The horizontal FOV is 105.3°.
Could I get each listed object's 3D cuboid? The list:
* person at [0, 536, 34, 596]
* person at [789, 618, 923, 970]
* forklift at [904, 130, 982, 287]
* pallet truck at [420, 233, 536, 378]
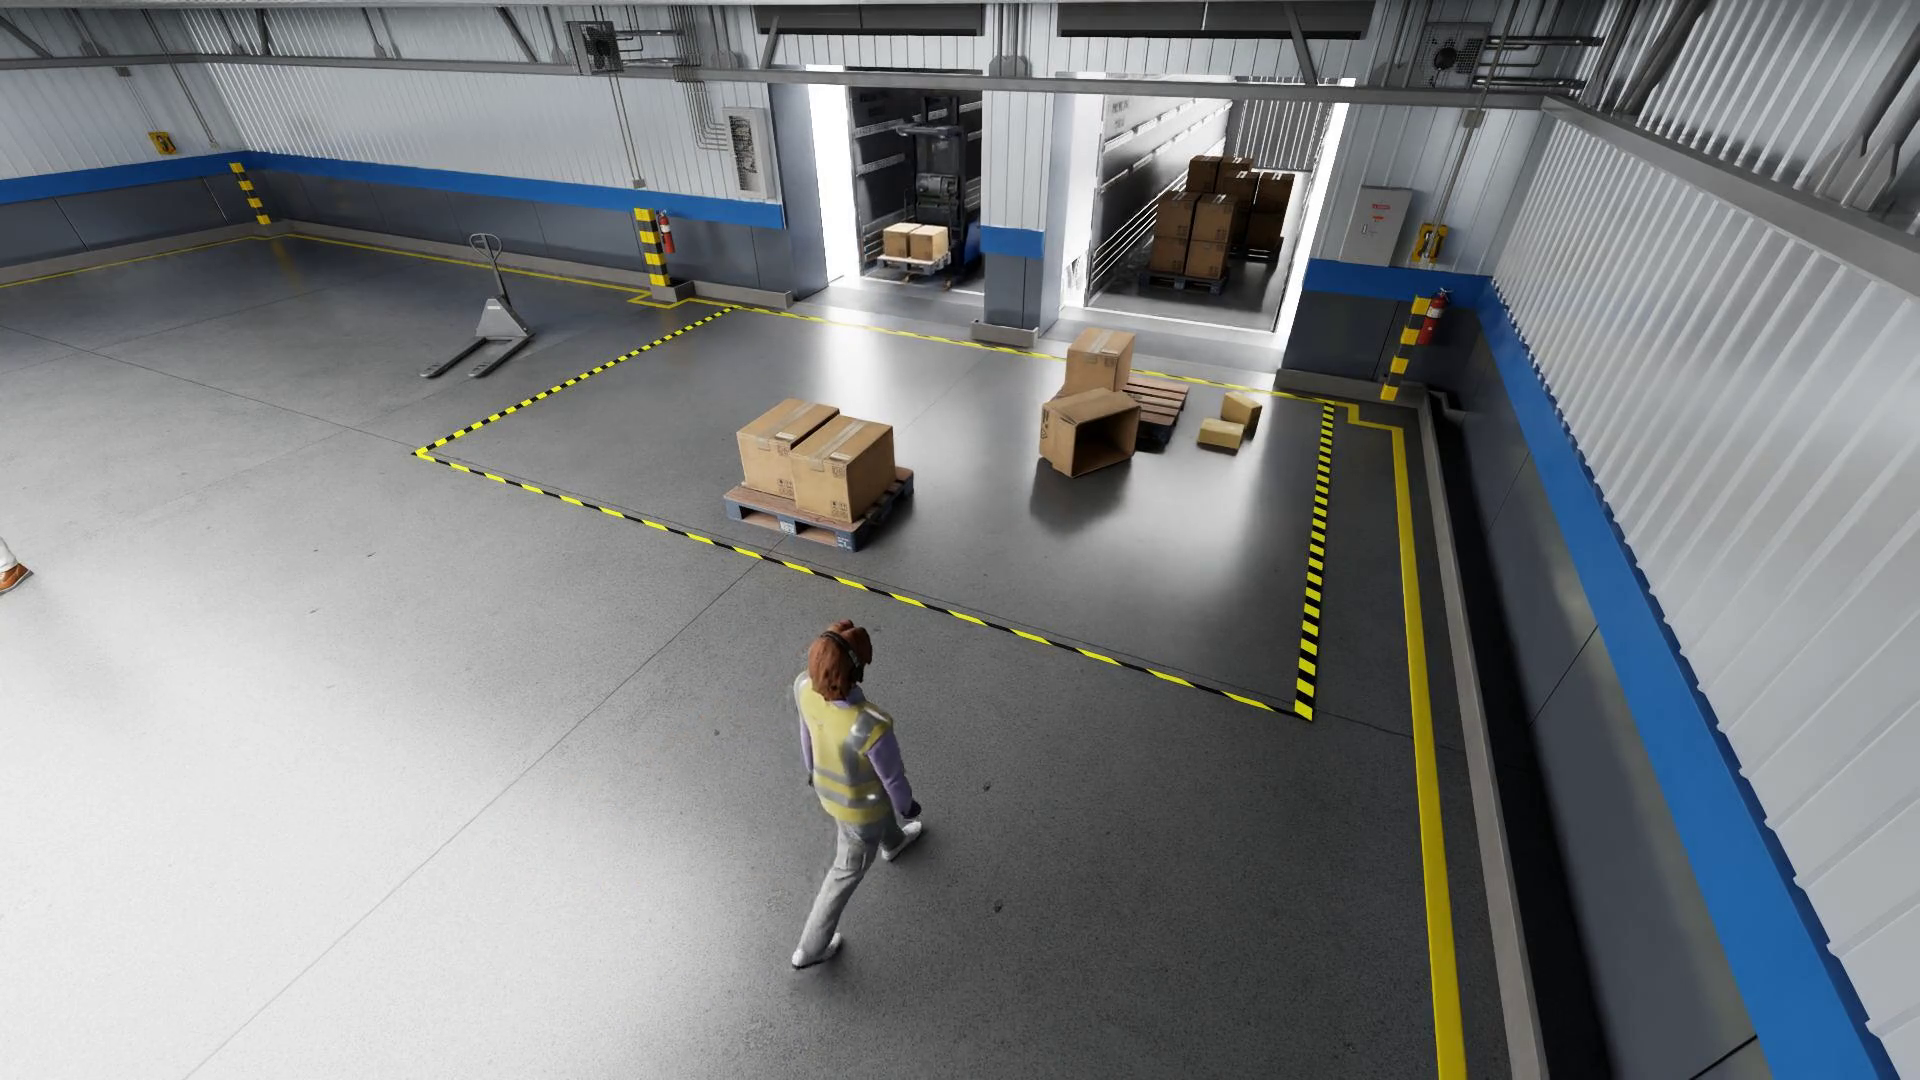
[{"bbox_3d":[-6.873,-0.465,4.662,0.603,1.949,0.386,0,35,0],"label":"person"},{"bbox_3d":[-0.439,0.996,2.908,0.859,1.598,0.505,-29,45,-34],"label":"person"},{"bbox_3d":[-0.144,-5.079,11.059,0.716,2.013,0.776,14,38,19],"label":"forklift"},{"bbox_3d":[-5.664,-2.712,8.427,0.680,1.201,1.601,0,35,-1],"label":"pallet truck"}]
